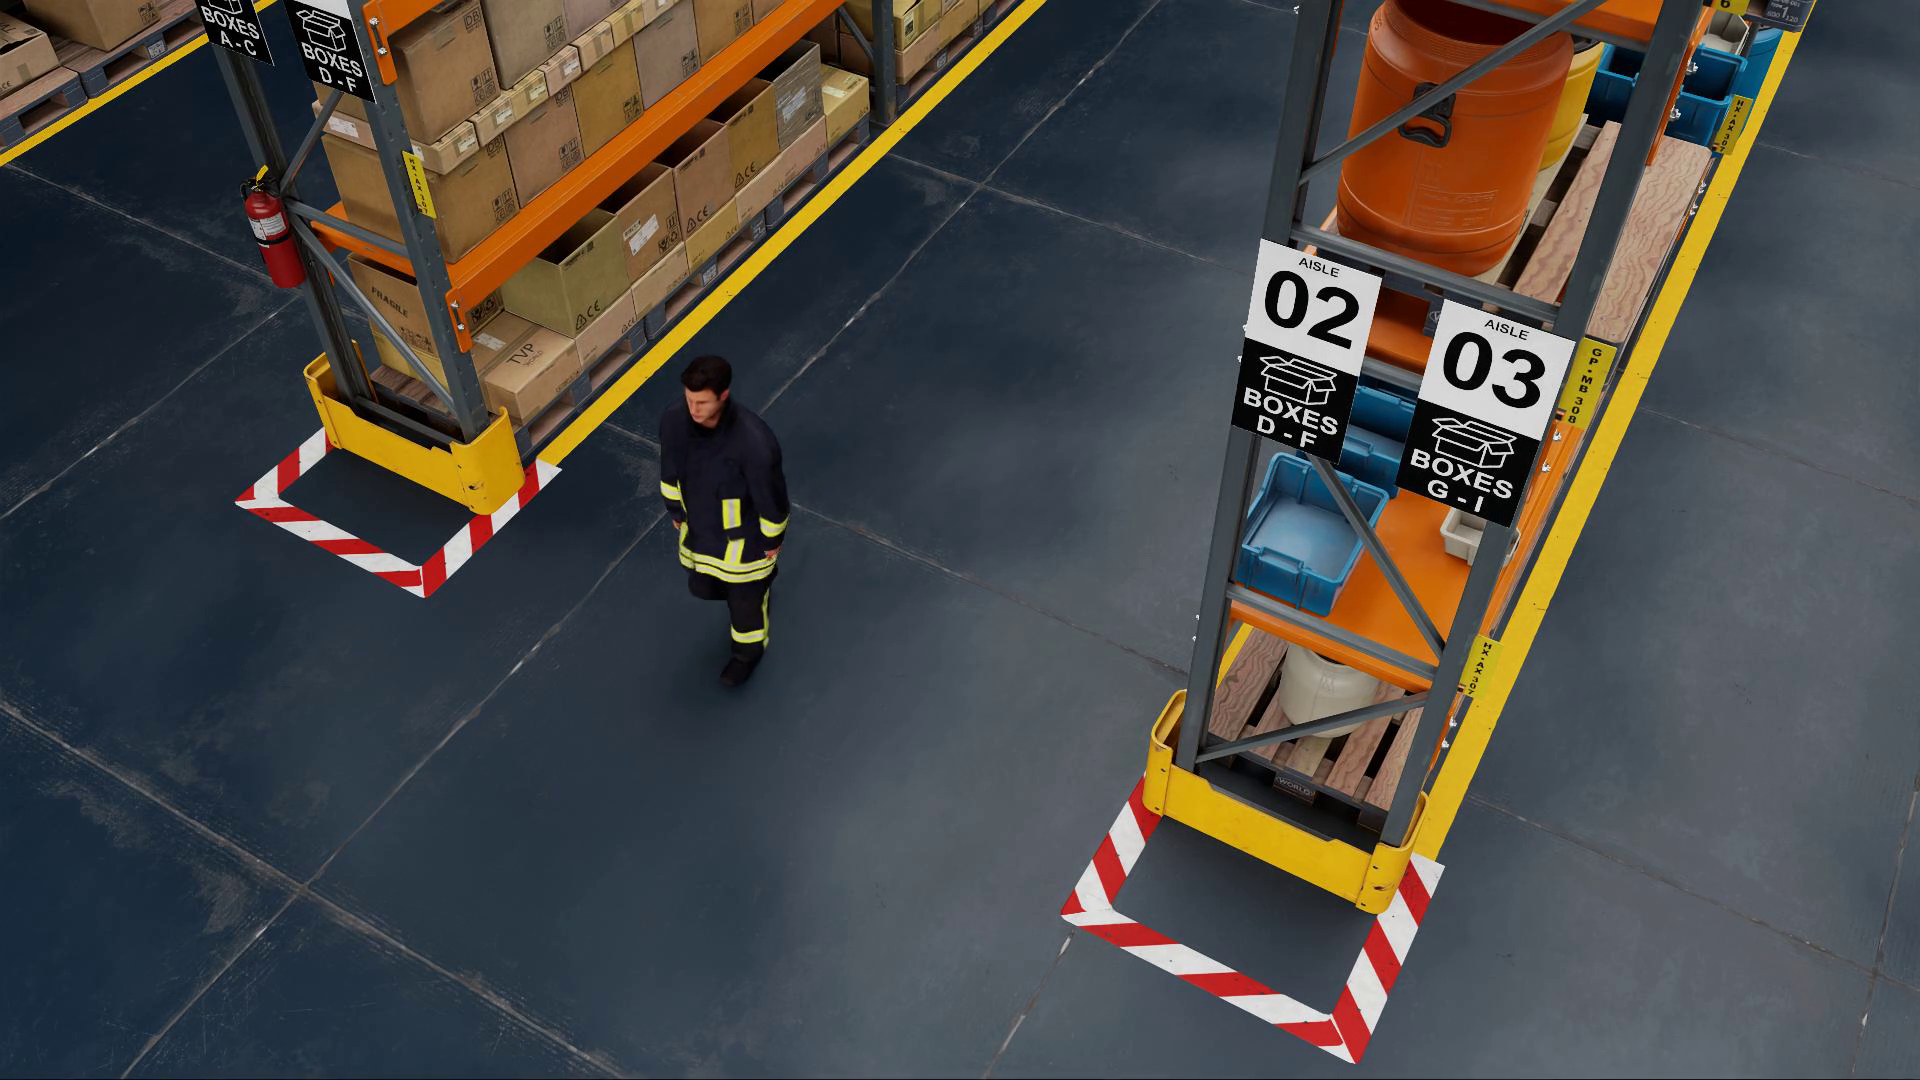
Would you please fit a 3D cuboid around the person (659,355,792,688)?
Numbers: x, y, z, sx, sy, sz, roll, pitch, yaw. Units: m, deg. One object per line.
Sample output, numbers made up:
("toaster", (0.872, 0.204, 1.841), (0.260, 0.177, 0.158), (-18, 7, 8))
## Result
("person", (-1.004, -0.157, 7.475), (0.802, 1.917, 0.869), (21, 51, 18))
